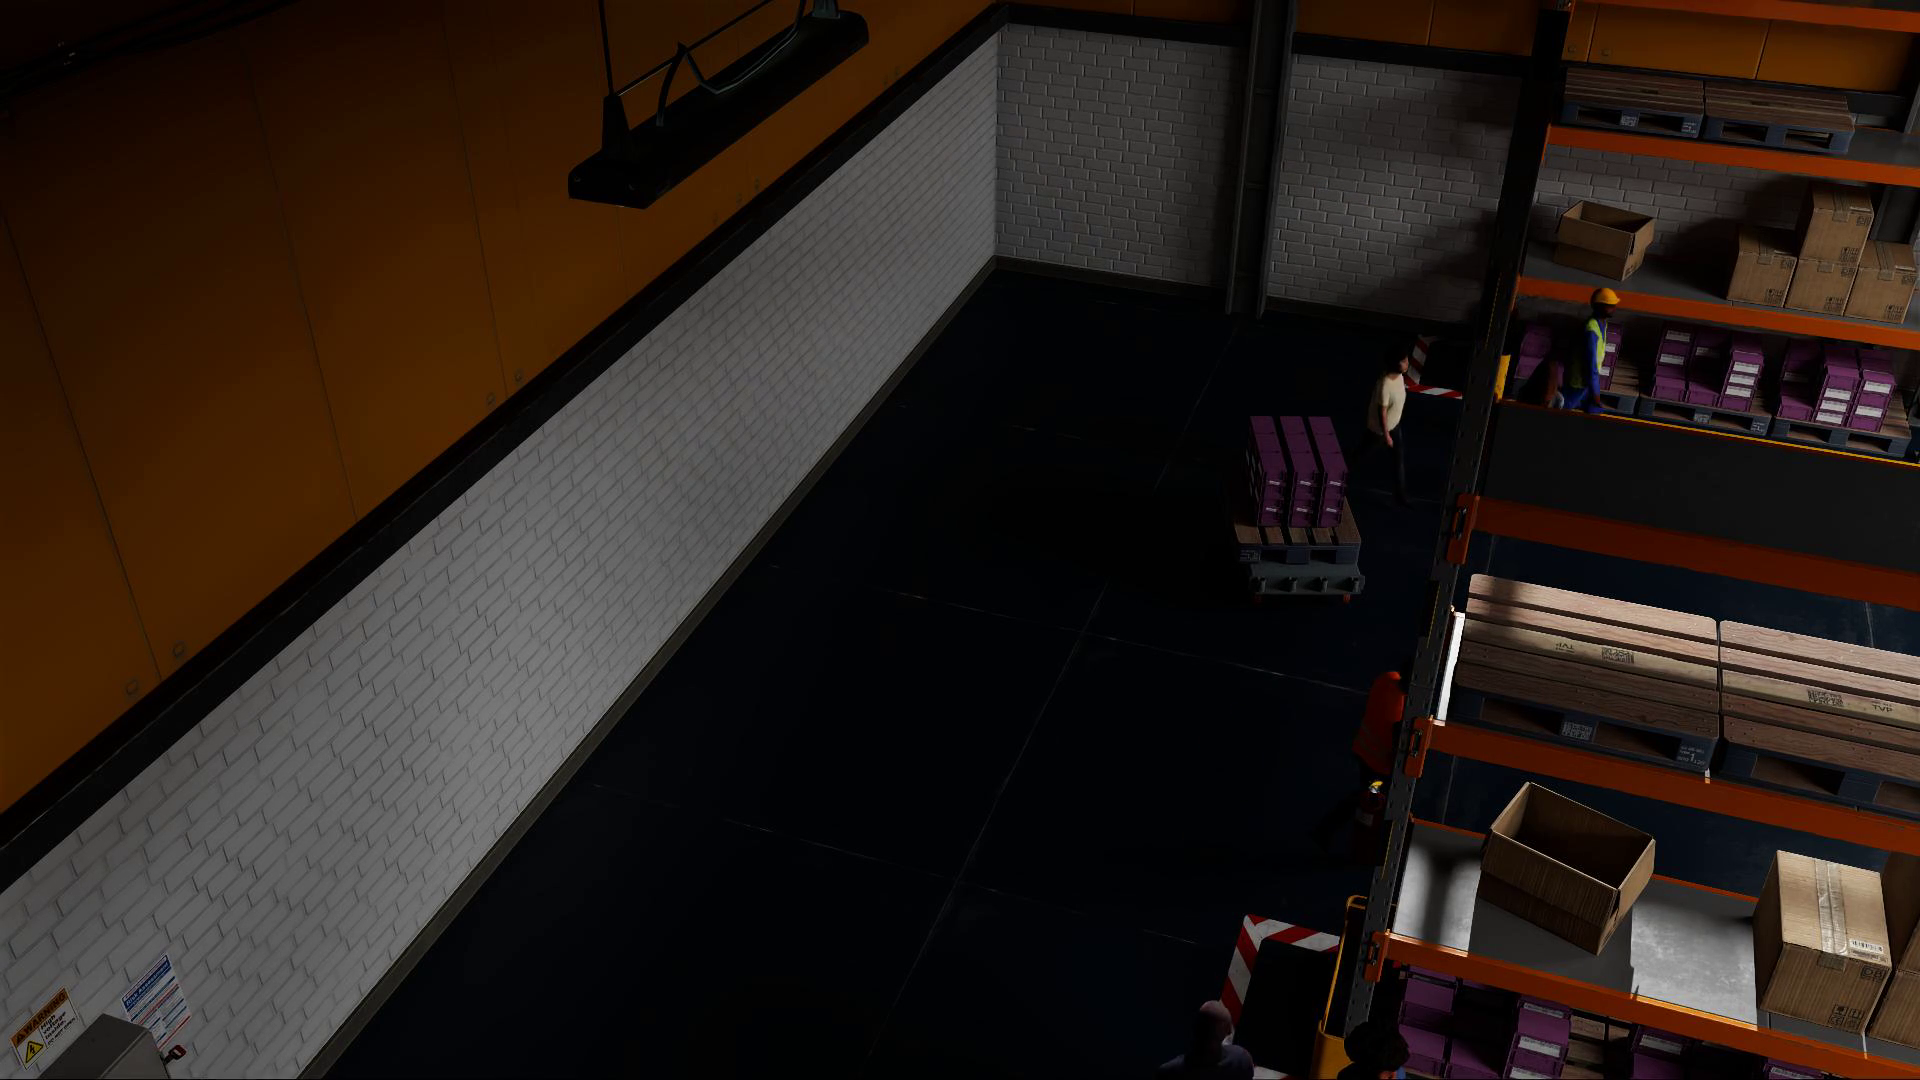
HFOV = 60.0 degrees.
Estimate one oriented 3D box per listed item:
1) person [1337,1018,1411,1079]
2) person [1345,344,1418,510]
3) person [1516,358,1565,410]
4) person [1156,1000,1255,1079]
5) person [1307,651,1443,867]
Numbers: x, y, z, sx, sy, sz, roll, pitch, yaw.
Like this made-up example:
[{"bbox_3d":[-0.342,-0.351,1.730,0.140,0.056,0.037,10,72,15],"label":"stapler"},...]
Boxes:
[{"bbox_3d":[1.987,3.073,8.321,0.764,1.811,0.754,-25,41,-33],"label":"person"},{"bbox_3d":[3.660,-1.006,14.698,1.111,1.545,0.848,26,41,33],"label":"person"},{"bbox_3d":[5.012,-0.903,14.619,0.834,1.461,0.722,18,37,24],"label":"person"},{"bbox_3d":[1.187,3.123,8.283,1.136,1.770,1.233,-21,39,-29],"label":"person"},{"bbox_3d":[2.646,1.441,10.733,1.027,1.858,0.932,-5,34,-7],"label":"person"}]
